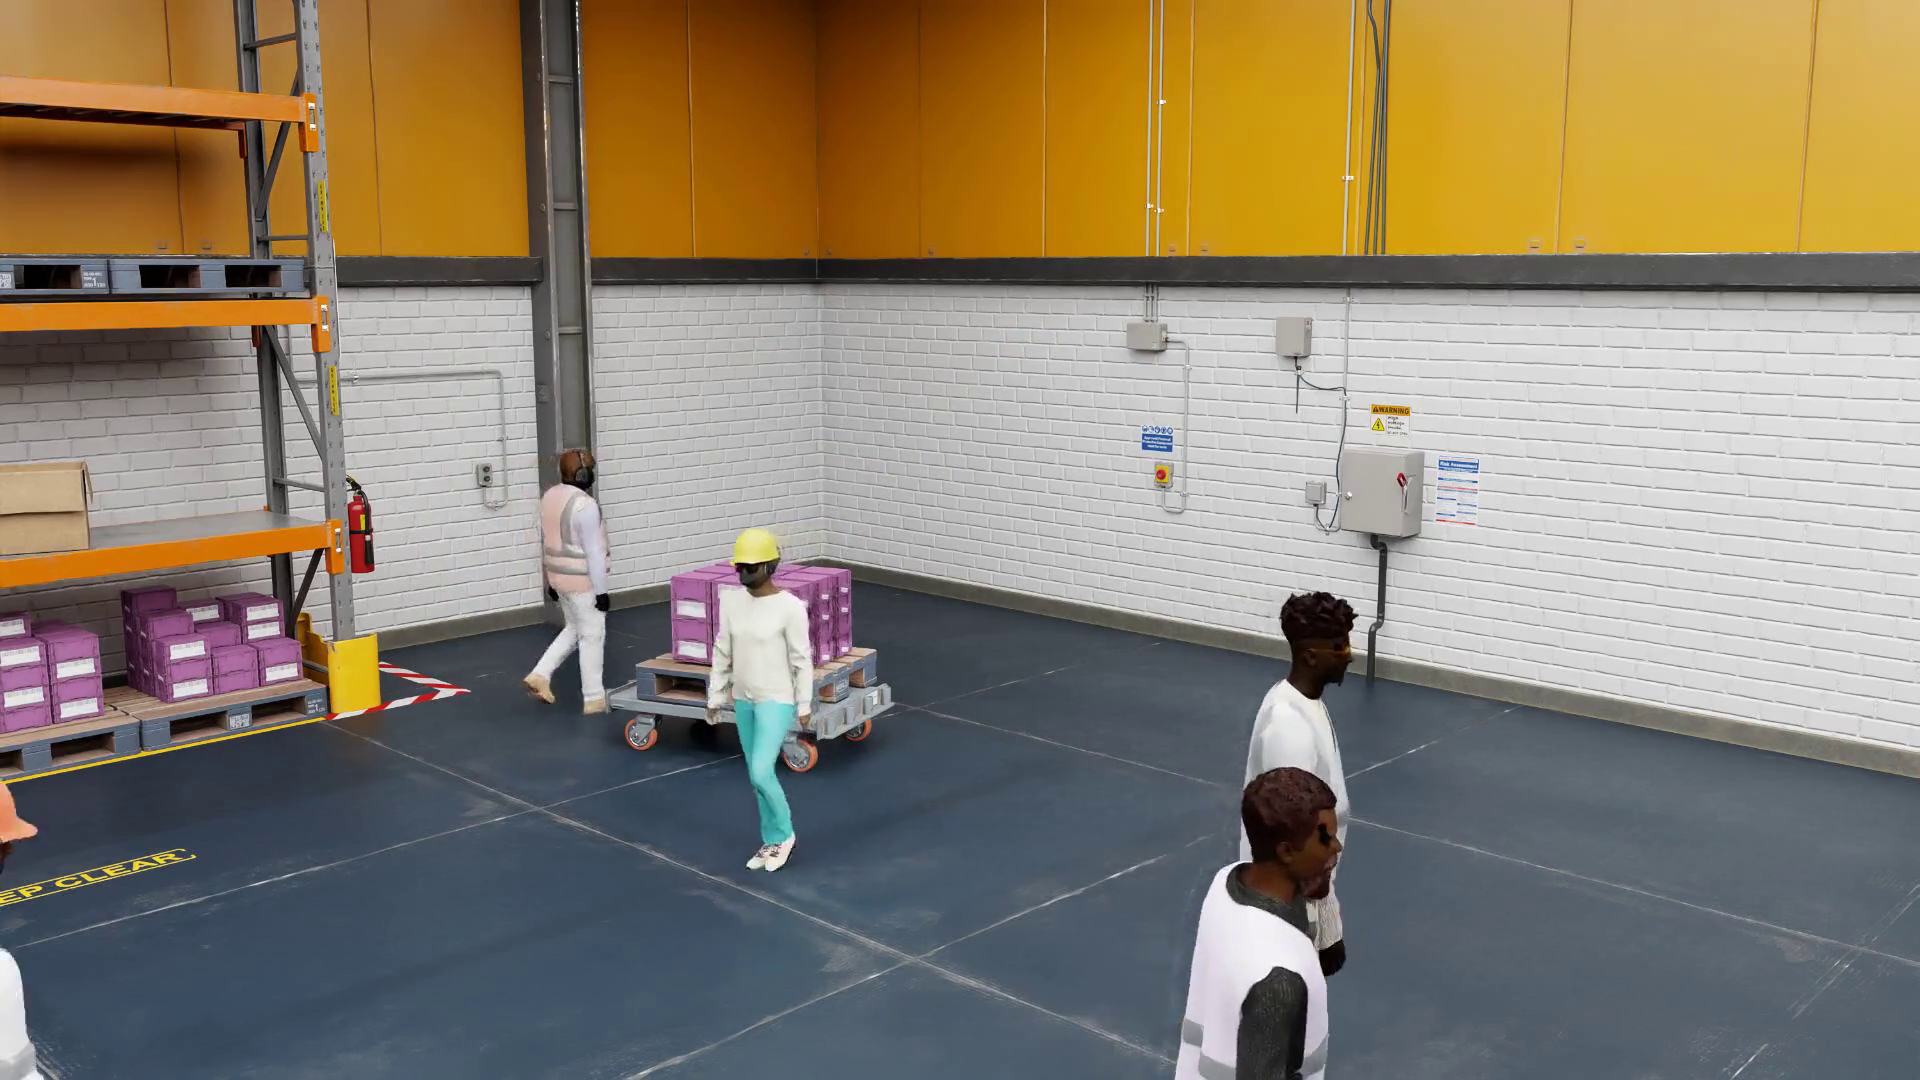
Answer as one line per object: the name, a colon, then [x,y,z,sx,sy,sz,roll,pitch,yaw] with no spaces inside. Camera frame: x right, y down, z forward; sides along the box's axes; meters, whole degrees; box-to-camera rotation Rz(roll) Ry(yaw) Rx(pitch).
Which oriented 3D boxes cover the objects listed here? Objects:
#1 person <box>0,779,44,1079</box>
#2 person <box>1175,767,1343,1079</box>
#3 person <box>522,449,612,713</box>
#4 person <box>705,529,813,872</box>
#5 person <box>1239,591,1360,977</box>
person: [-2.292,1.452,3.875,0.583,1.924,0.399,5,11,30]
person: [0.654,1.448,4.057,0.916,1.880,0.587,-1,9,-6]
person: [-2.620,0.293,11.284,0.542,1.828,0.640,-7,12,-38]
person: [-1.012,0.809,8.339,0.536,1.749,0.418,7,11,35]
person: [1.144,1.129,5.798,0.462,1.952,0.605,3,10,17]
